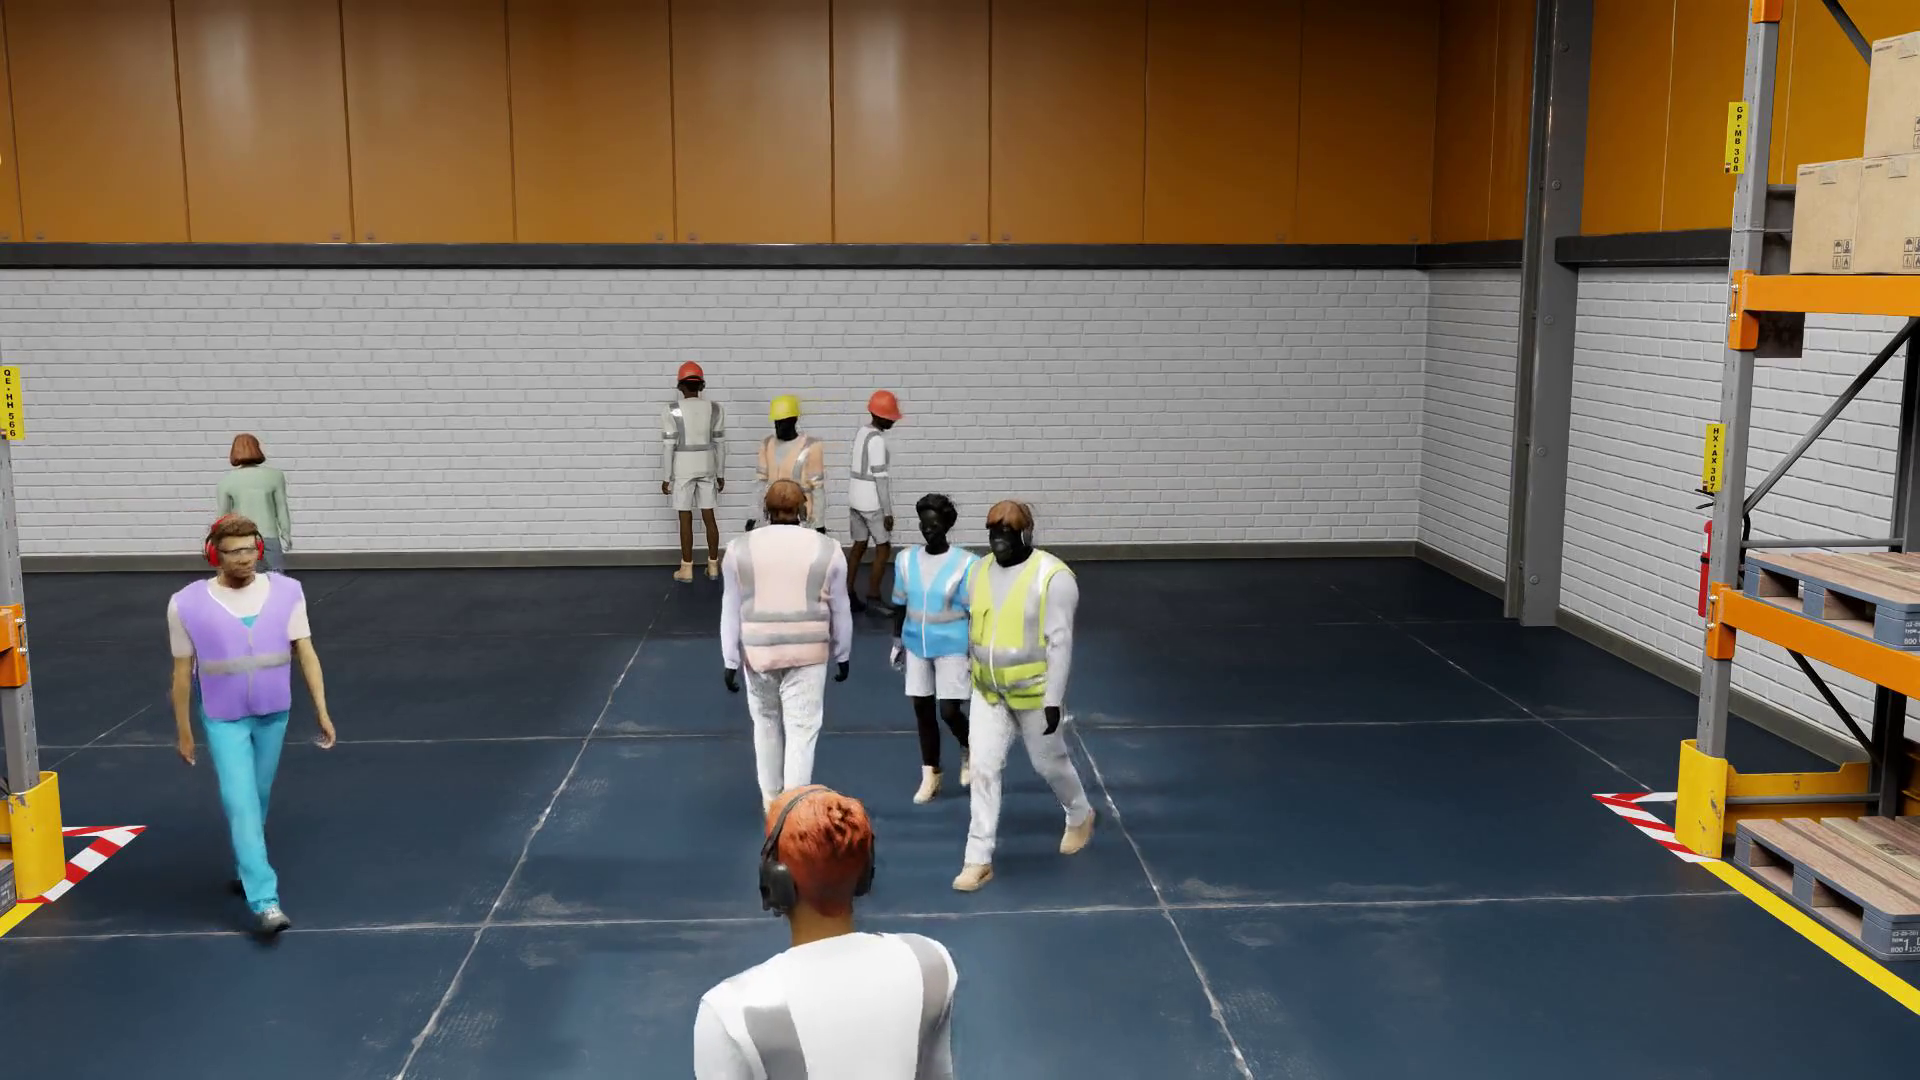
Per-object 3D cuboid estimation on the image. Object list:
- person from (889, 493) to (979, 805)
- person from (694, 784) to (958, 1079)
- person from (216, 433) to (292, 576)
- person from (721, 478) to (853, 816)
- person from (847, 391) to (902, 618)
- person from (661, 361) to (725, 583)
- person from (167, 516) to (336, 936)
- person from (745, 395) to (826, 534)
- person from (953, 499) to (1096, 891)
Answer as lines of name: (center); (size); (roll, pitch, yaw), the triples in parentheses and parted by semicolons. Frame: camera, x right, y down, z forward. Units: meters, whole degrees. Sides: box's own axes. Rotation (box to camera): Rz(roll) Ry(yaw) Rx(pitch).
person: (-0.119, 0.580, 8.916); (0.536, 1.688, 0.388); (5, 10, 27)
person: (-0.264, 1.392, 3.235); (0.615, 1.870, 0.418); (-7, 11, -36)
person: (-5.445, -0.016, 12.832); (0.531, 1.620, 0.337); (-4, 10, -24)
person: (-0.872, 0.583, 8.519); (0.652, 1.807, 0.823); (0, 9, 0)
person: (-0.755, -0.295, 13.775); (0.457, 1.892, 0.595); (-4, 10, -22)
person: (-2.478, -0.630, 15.408); (0.615, 2.041, 0.387); (-5, 10, -30)
person: (-3.053, 0.790, 7.231); (0.598, 1.793, 0.945); (-9, 12, -43)
person: (-1.404, -0.188, 13.108); (0.595, 1.894, 0.840); (7, 11, 38)
person: (0.311, 0.692, 7.876); (0.634, 1.812, 0.916); (6, 11, 35)
